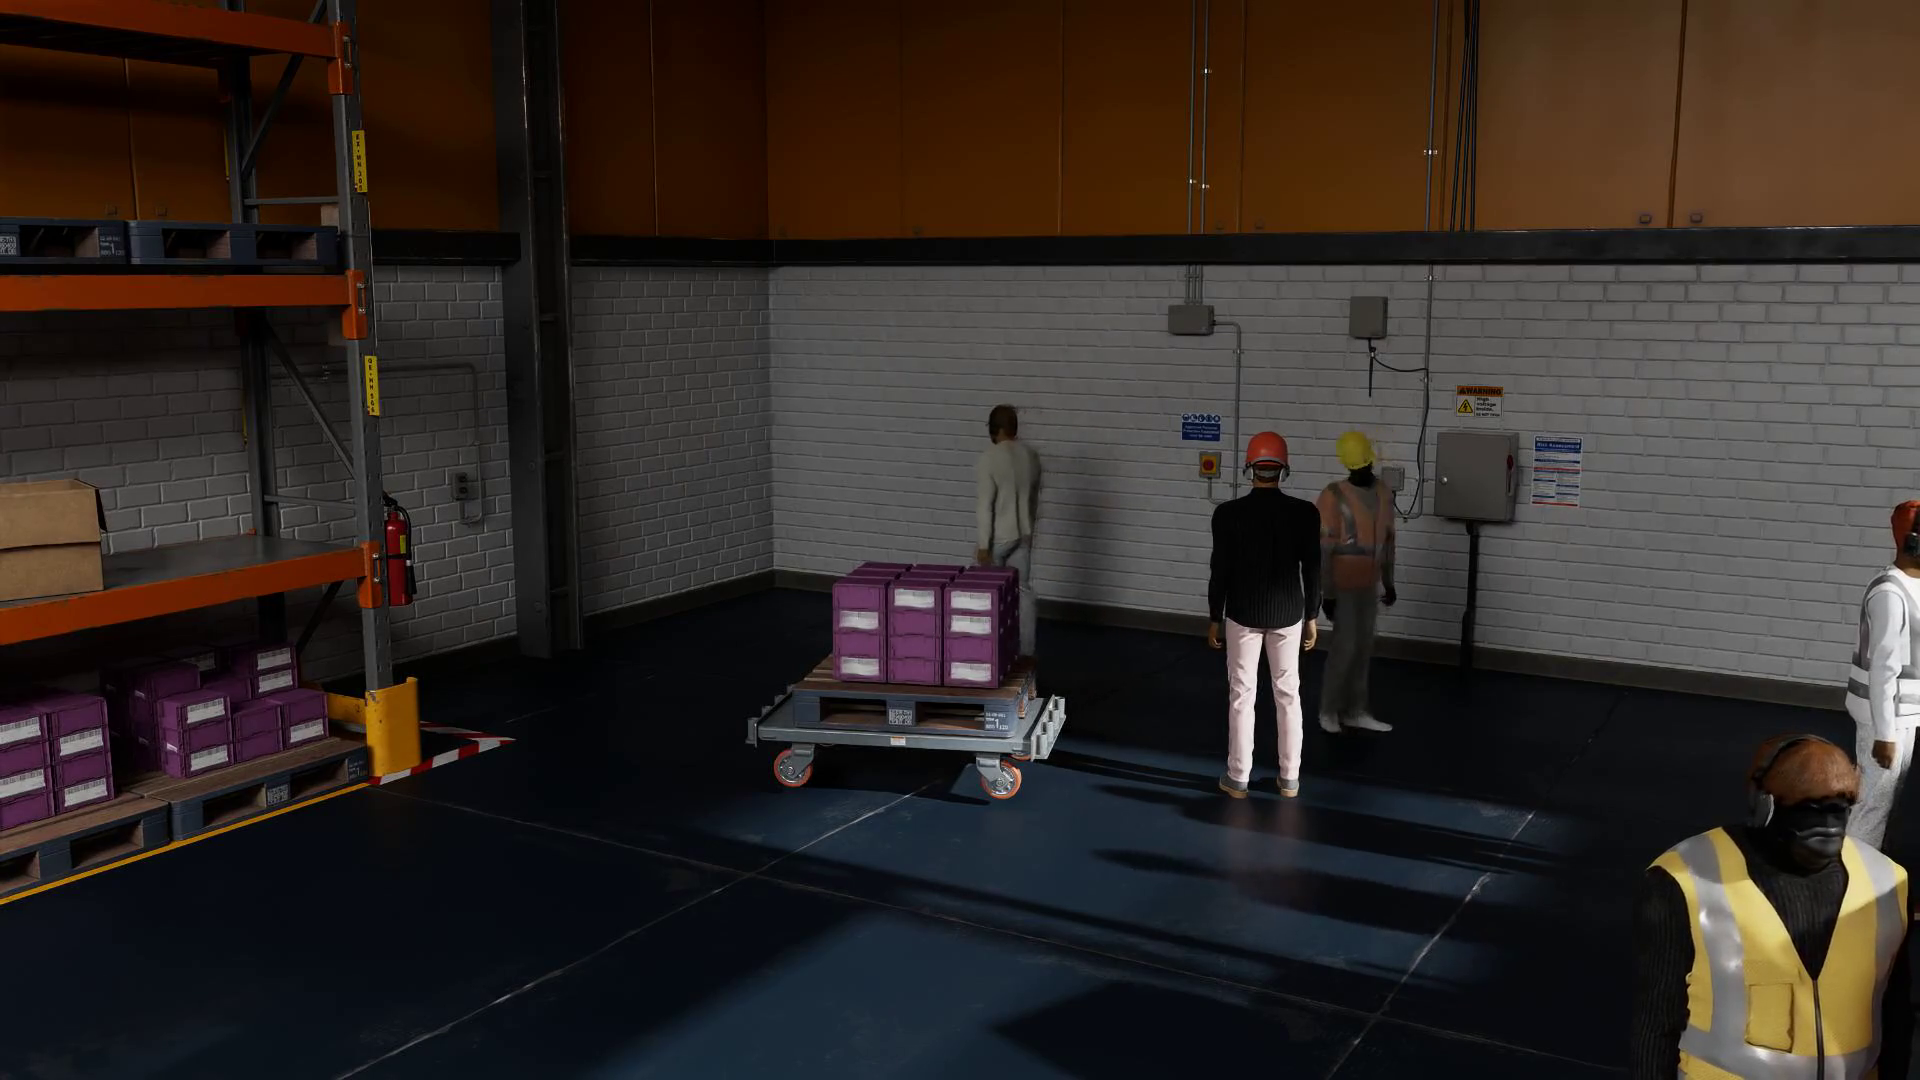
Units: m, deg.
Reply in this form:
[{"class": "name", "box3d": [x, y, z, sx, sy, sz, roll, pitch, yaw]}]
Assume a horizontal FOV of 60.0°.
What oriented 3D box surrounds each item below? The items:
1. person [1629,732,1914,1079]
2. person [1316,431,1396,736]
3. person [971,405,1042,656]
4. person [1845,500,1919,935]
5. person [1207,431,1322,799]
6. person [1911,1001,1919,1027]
[{"class": "person", "box3d": [1.845, 1.327, 3.808, 0.622, 1.835, 0.430, 0, 9, 0]}, {"class": "person", "box3d": [2.438, 0.266, 10.250, 0.632, 1.891, 0.394, -7, 12, -38]}, {"class": "person", "box3d": [0.265, -0.017, 11.938, 0.655, 1.904, 0.830, -8, 12, -40]}, {"class": "person", "box3d": [4.025, 0.761, 7.179, 0.348, 1.879, 0.579, 8, 12, 39]}, {"class": "person", "box3d": [1.642, 0.407, 9.023, 0.622, 1.992, 0.396, -1, 9, -4]}, {"class": "person", "box3d": [4.021, 0.922, 6.094, 0.829, 1.905, 0.557, 4, 10, 22]}]
